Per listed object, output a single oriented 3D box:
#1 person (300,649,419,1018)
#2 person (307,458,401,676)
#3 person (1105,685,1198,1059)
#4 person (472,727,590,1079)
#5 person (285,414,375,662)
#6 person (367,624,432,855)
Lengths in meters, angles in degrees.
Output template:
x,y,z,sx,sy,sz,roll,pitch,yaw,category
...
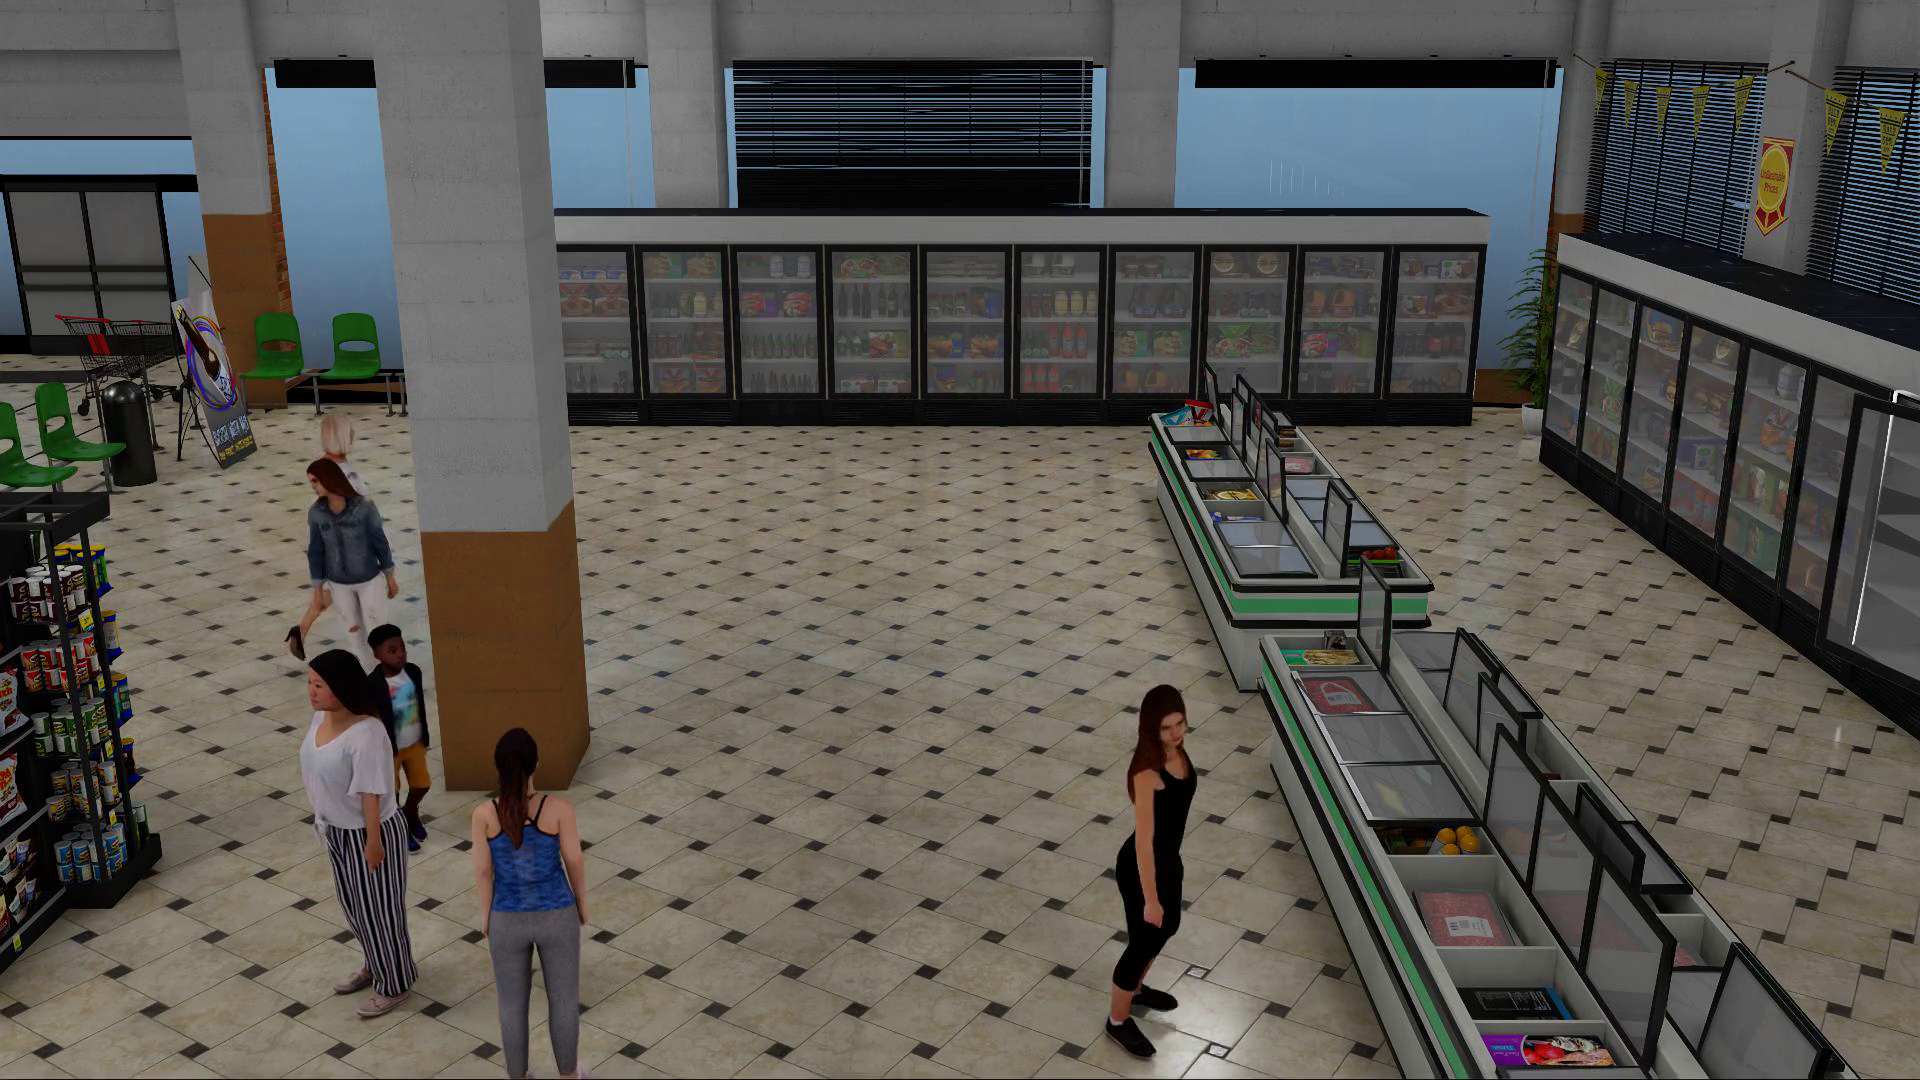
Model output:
x,y,z,sx,sy,sz,roll,pitch,yaw,category
-2.623,1.251,7.286,0.845,1.679,0.774,-14,22,-39,person
-3.773,0.271,10.530,0.685,1.668,0.609,-3,17,-10,person
0.755,1.354,6.921,0.900,1.693,0.777,4,17,14,person
-1.683,1.502,6.577,0.597,1.610,0.577,-2,17,-8,person
-4.226,0.026,11.244,0.982,1.723,1.098,13,21,37,person
-2.992,1.027,8.735,0.703,1.265,0.643,15,22,40,person
